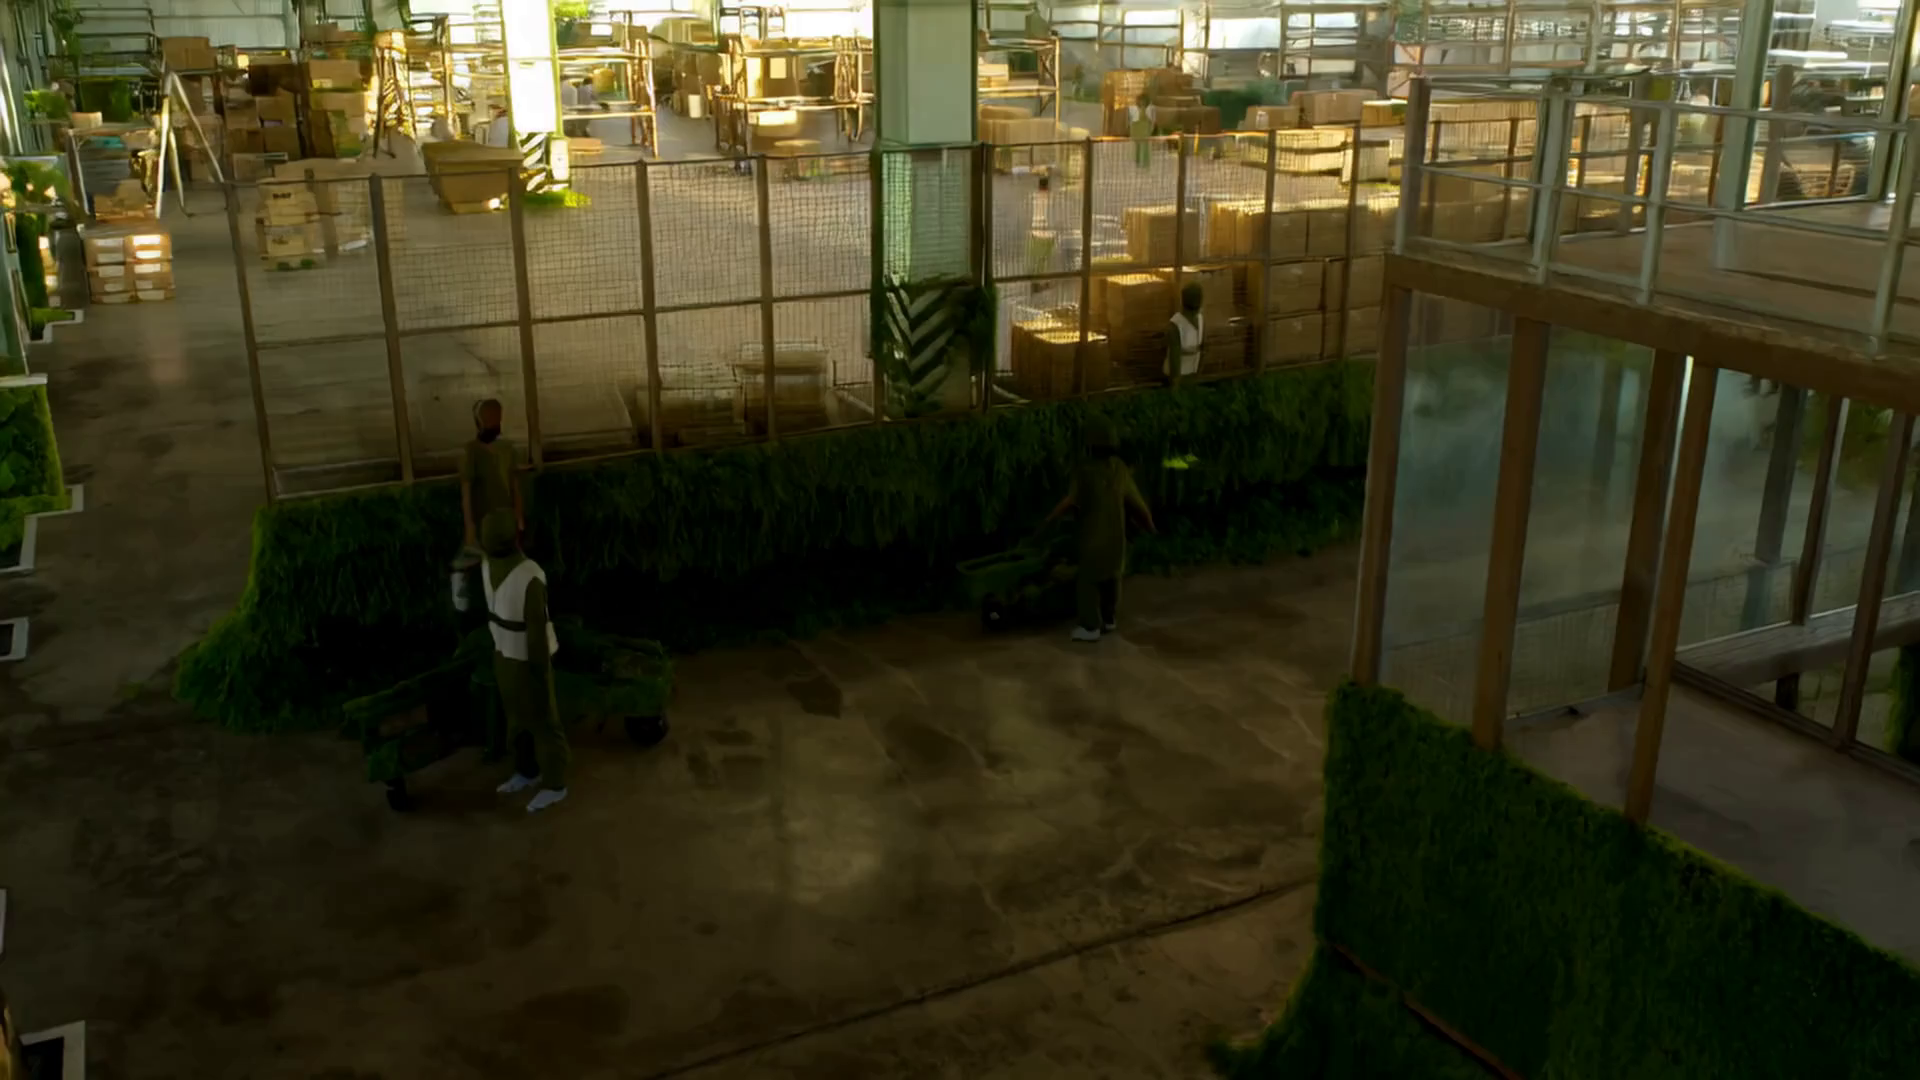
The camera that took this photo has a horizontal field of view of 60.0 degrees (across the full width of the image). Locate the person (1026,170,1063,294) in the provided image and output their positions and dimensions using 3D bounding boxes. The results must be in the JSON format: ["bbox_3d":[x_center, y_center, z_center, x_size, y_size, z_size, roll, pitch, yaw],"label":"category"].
[{"bbox_3d":[1.292,-4.826,26.112,0.611,1.926,0.816,12,22,31],"label":"person"}]

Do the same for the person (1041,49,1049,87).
[{"bbox_3d":[3.495,-19.559,69.150,0.322,1.699,0.536,13,23,32],"label":"person"}]

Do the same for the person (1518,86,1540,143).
[{"bbox_3d":[15.054,-11.002,43.975,0.634,1.938,0.735,4,19,12],"label":"person"}]

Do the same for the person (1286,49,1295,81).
[{"bbox_3d":[13.866,-19.838,70.031,0.888,1.649,0.545,-8,21,-23],"label":"person"}]

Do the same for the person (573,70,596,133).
[{"bbox_3d":[-11.619,-13.545,51.400,0.661,1.901,0.917,0,19,-1],"label":"person"}]

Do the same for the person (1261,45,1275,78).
[{"bbox_3d":[12.374,-19.040,67.351,0.660,1.887,1.016,17,26,41],"label":"person"}]

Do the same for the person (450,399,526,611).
[{"bbox_3d":[-3.641,-0.210,12.855,0.756,1.839,0.554,12,23,32],"label":"person"}]

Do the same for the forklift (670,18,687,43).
[{"bbox_3d":[-12.128,-21.141,71.955,1.873,2.768,1.129,5,20,13],"label":"forklift"}]

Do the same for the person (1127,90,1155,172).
[{"bbox_3d":[4.559,-10.334,41.895,0.703,2.000,0.901,3,19,8],"label":"person"}]

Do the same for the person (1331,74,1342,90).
[{"bbox_3d":[12.195,-14.279,53.954,0.316,1.629,0.507,-8,21,-21],"label":"person"}]

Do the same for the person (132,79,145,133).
[{"bbox_3d":[-25.371,-13.402,51.409,0.515,1.633,0.312,5,20,14],"label":"person"}]

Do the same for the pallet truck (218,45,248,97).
[{"bbox_3d":[-28.879,-18.665,66.111,0.823,1.965,1.885,-3,19,-9],"label":"pallet truck"}]

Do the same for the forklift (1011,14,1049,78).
[{"bbox_3d":[3.413,-22.911,77.084,1.873,2.768,1.129,-8,21,-22],"label":"forklift"}]

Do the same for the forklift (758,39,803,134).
[{"bbox_3d":[-5.577,-13.971,51.170,1.129,2.768,1.873,2,19,5],"label":"forklift"}]

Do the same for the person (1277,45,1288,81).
[{"bbox_3d":[12.906,-18.844,66.718,0.360,1.936,0.552,-9,21,-24],"label":"person"}]

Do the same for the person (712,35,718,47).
[{"bbox_3d":[-11.252,-22.337,76.872,0.570,1.913,0.780,8,21,23],"label":"person"}]

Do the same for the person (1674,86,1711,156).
[{"bbox_3d":[20.148,-11.442,45.382,0.663,1.862,0.959,-12,22,-31],"label":"person"}]

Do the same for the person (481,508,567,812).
[{"bbox_3d":[-2.658,0.704,10.104,0.396,1.910,0.587,-18,26,-42],"label":"person"}]

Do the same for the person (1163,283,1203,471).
[{"bbox_3d":[2.287,-1.684,17.011,0.392,1.915,0.590,11,22,29],"label":"person"}]

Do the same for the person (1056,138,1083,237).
[{"bbox_3d":[2.128,-6.688,31.593,0.531,1.866,0.595,12,22,31],"label":"person"}]

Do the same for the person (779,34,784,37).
[{"bbox_3d":[-8.432,-22.905,78.540,0.632,1.912,0.857,-17,25,-41],"label":"person"}]

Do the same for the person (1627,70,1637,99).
[{"bbox_3d":[22.958,-15.141,56.418,0.536,1.653,0.891,12,23,32],"label":"person"}]

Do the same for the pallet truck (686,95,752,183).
[{"bbox_3d":[-5.836,-9.608,39.856,0.823,1.965,1.885,10,22,27],"label":"pallet truck"}]

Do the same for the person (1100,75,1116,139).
[{"bbox_3d":[4.428,-12.937,49.719,0.531,1.858,0.324,14,23,34],"label":"person"}]

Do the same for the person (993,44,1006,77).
[{"bbox_3d":[1.584,-19.190,67.729,1.039,1.941,0.619,17,26,41],"label":"person"}]

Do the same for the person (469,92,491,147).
[{"bbox_3d":[-12.566,-10.781,43.500,0.430,1.839,0.619,16,24,38],"label":"person"}]

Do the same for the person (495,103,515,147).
[{"bbox_3d":[-10.549,-9.207,38.815,0.608,1.913,0.608,8,21,23],"label":"person"}]

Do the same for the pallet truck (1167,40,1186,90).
[{"bbox_3d":[9.045,-19.971,69.895,0.823,1.965,1.885,-3,19,-8],"label":"pallet truck"}]

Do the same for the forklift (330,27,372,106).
[{"bbox_3d":[-22.696,-17.278,60.756,1.873,2.768,1.129,-9,21,-25],"label":"forklift"}]

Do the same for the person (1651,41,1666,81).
[{"bbox_3d":[31.395,-21.579,74.834,0.585,1.802,0.475,10,21,27],"label":"person"}]
